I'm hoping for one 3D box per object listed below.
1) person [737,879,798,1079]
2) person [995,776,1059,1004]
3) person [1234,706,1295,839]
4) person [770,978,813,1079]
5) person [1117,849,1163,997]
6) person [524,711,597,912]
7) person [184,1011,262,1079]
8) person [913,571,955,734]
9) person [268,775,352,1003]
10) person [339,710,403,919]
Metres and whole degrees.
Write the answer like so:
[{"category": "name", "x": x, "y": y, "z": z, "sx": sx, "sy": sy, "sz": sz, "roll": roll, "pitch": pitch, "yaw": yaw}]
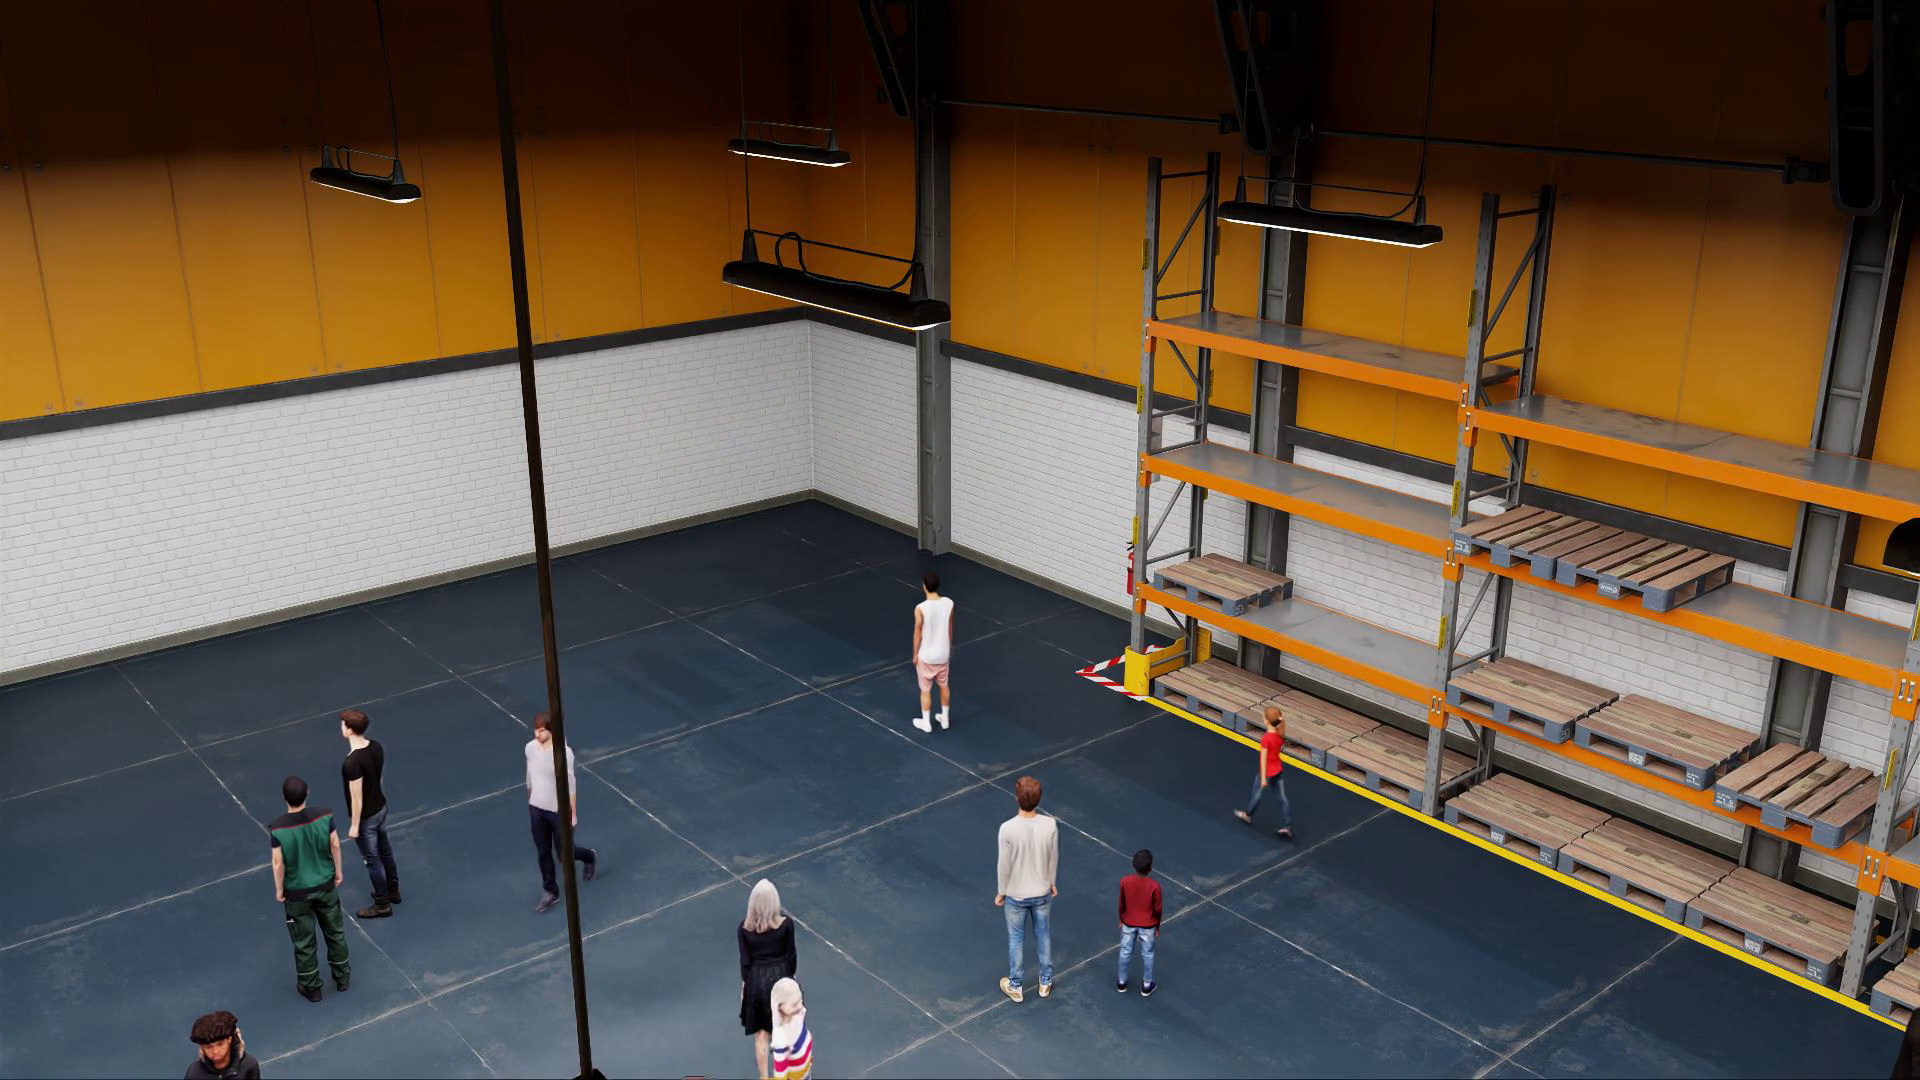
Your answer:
[{"category": "person", "x": -1.371, "y": 3.223, "z": 11.960, "sx": 0.693, "sy": 1.747, "sz": 0.715, "roll": -3, "pitch": 19, "yaw": -10}, {"category": "person", "x": 0.538, "y": 2.753, "z": 13.107, "sx": 0.755, "sy": 1.904, "sz": 0.756, "roll": -4, "pitch": 19, "yaw": -11}, {"category": "person", "x": 2.986, "y": 2.217, "z": 15.680, "sx": 0.495, "sy": 1.279, "sz": 0.886, "roll": -14, "pitch": 23, "yaw": -36}, {"category": "person", "x": -1.164, "y": 3.592, "z": 10.795, "sx": 1.023, "sy": 1.790, "sz": 0.965, "roll": 1, "pitch": 19, "yaw": 3}, {"category": "person", "x": 1.431, "y": 3.042, "z": 13.270, "sx": 0.558, "sy": 1.252, "sz": 0.637, "roll": 5, "pitch": 19, "yaw": 14}, {"category": "person", "x": -3.516, "y": 2.314, "z": 14.538, "sx": 0.980, "sy": 1.824, "sz": 0.947, "roll": 9, "pitch": 20, "yaw": 24}, {"category": "person", "x": -4.564, "y": 3.732, "z": 10.394, "sx": 0.657, "sy": 1.781, "sz": 0.654, "roll": -11, "pitch": 21, "yaw": -28}, {"category": "person", "x": -0.285, "y": 1.201, "z": 17.900, "sx": 0.666, "sy": 1.787, "sz": 0.619, "roll": -10, "pitch": 21, "yaw": -28}, {"category": "person", "x": -5.150, "y": 2.737, "z": 13.164, "sx": 0.668, "sy": 1.900, "sz": 0.570, "roll": -13, "pitch": 23, "yaw": -35}, {"category": "person", "x": -5.094, "y": 2.346, "z": 14.331, "sx": 0.798, "sy": 1.894, "sz": 0.745, "roll": 2, "pitch": 19, "yaw": 6}]
